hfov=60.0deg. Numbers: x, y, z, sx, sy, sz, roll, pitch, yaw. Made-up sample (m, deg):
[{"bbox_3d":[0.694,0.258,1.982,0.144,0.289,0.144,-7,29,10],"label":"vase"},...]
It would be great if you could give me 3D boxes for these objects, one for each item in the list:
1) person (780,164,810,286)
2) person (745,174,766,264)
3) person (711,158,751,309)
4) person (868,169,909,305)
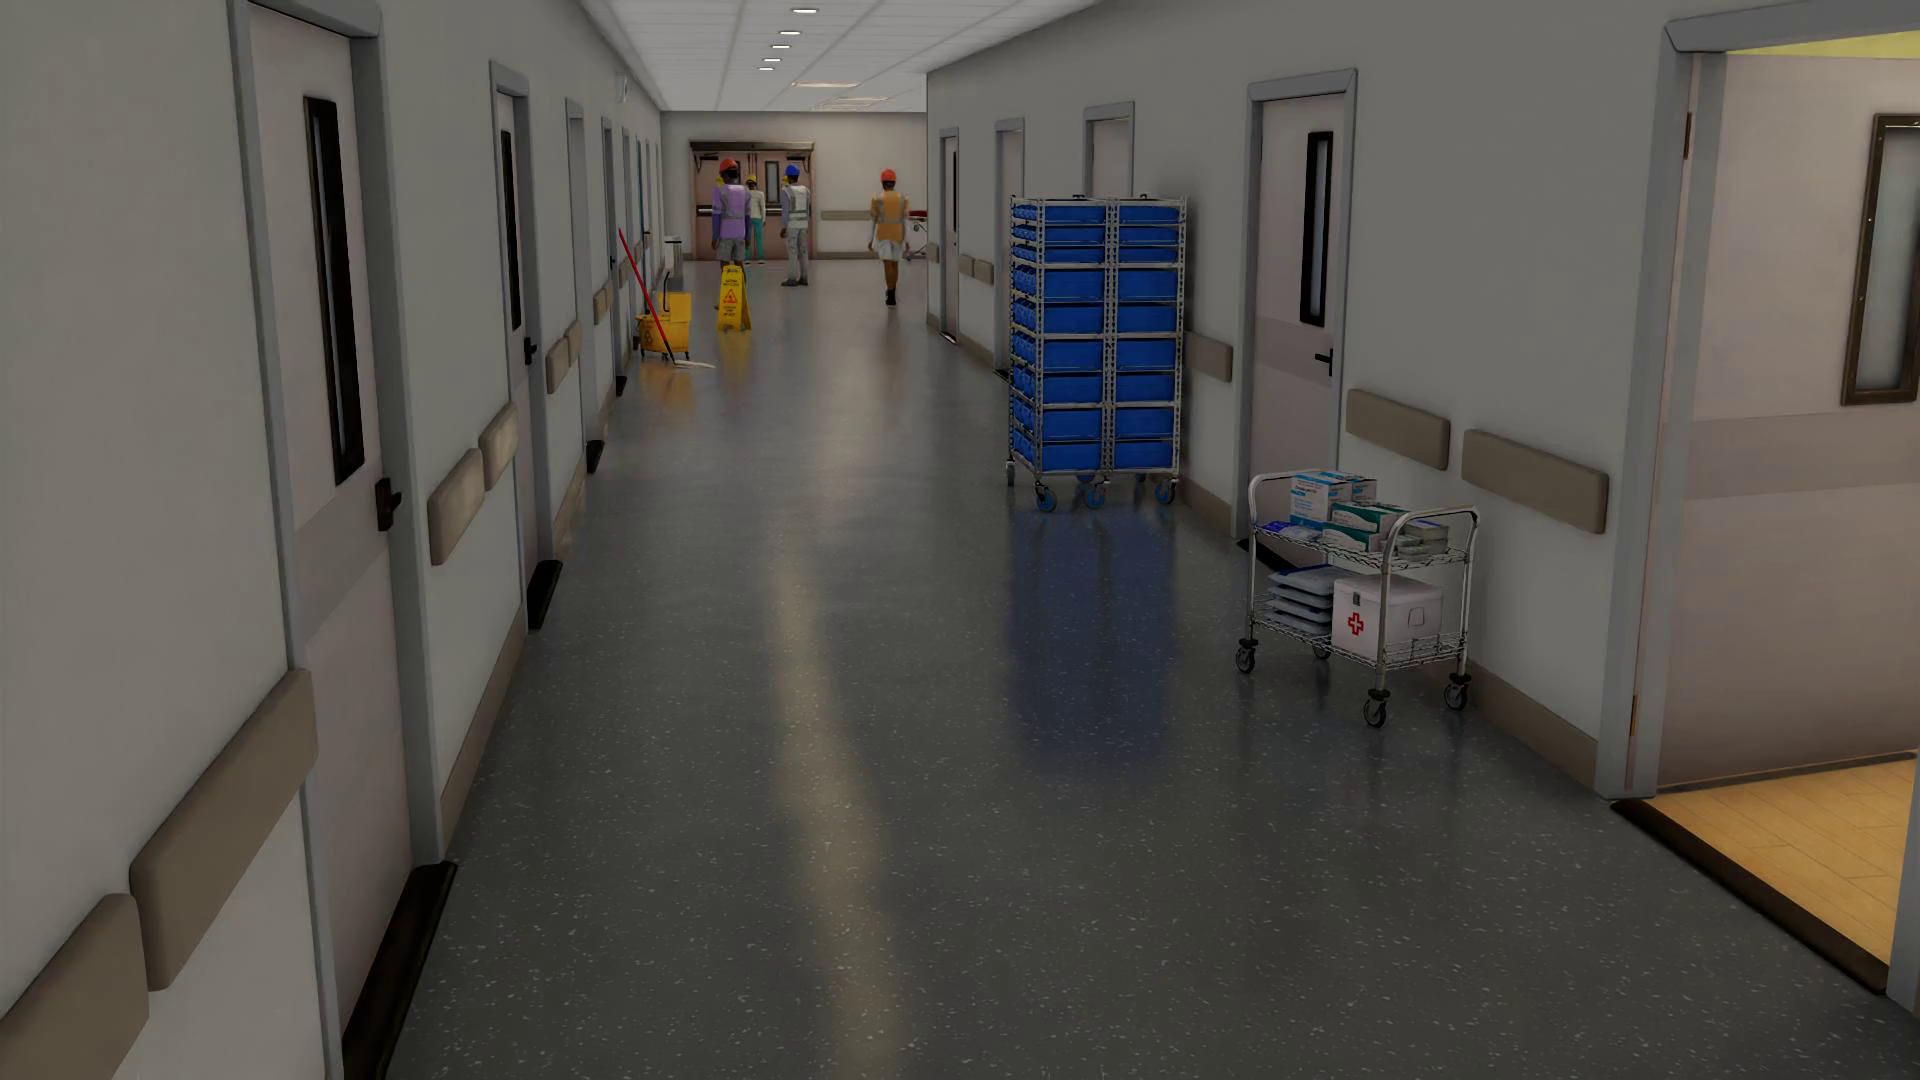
[{"bbox_3d":[-2.680,-5.096,26.987,0.385,1.948,0.605,10,16,37],"label":"person"},{"bbox_3d":[-4.118,-6.361,33.013,0.524,1.769,0.315,0,13,-1],"label":"person"},{"bbox_3d":[-3.122,-4.151,22.624,0.612,2.029,0.407,-12,17,-42],"label":"person"},{"bbox_3d":[-1.012,-4.299,23.613,0.568,1.881,1.016,-3,13,-15],"label":"person"}]
